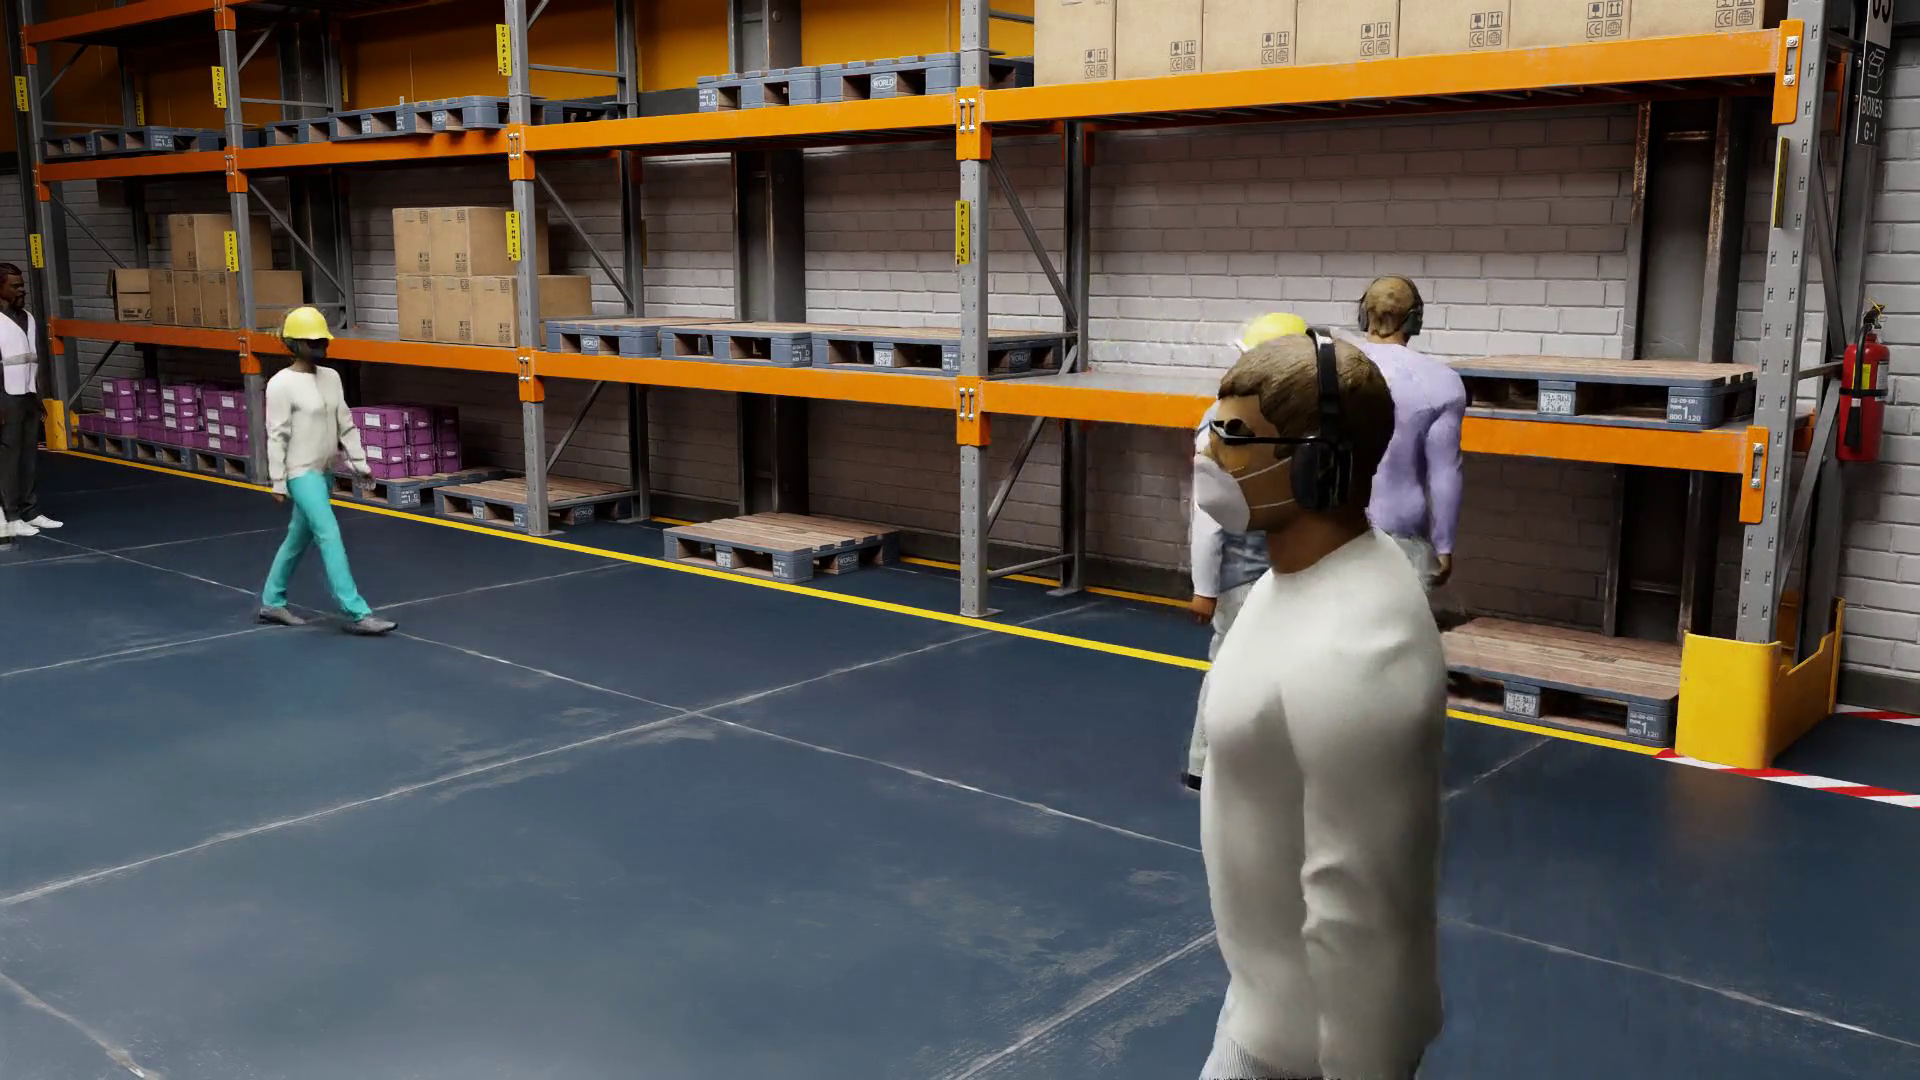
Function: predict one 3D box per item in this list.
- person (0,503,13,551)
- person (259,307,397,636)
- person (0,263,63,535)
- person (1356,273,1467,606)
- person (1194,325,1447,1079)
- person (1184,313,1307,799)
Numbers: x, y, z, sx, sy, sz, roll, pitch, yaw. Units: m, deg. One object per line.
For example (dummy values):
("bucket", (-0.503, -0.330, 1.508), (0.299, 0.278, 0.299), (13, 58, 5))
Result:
("person", (-6.782, -0.783, 10.991), (0.944, 1.772, 0.602), (1, 10, 5))
("person", (-3.389, -0.358, 8.726), (0.903, 1.720, 0.535), (2, 10, 13))
("person", (-6.717, -0.997, 11.804), (0.380, 1.918, 0.596), (0, 10, 0))
("person", (1.560, -0.025, 6.243), (0.636, 1.932, 0.381), (5, 11, 27))
("person", (0.572, 0.667, 2.305), (0.676, 1.925, 0.626), (2, 10, 11))
("person", (1.101, 0.108, 5.865), (0.668, 1.795, 0.598), (4, 11, 24))
